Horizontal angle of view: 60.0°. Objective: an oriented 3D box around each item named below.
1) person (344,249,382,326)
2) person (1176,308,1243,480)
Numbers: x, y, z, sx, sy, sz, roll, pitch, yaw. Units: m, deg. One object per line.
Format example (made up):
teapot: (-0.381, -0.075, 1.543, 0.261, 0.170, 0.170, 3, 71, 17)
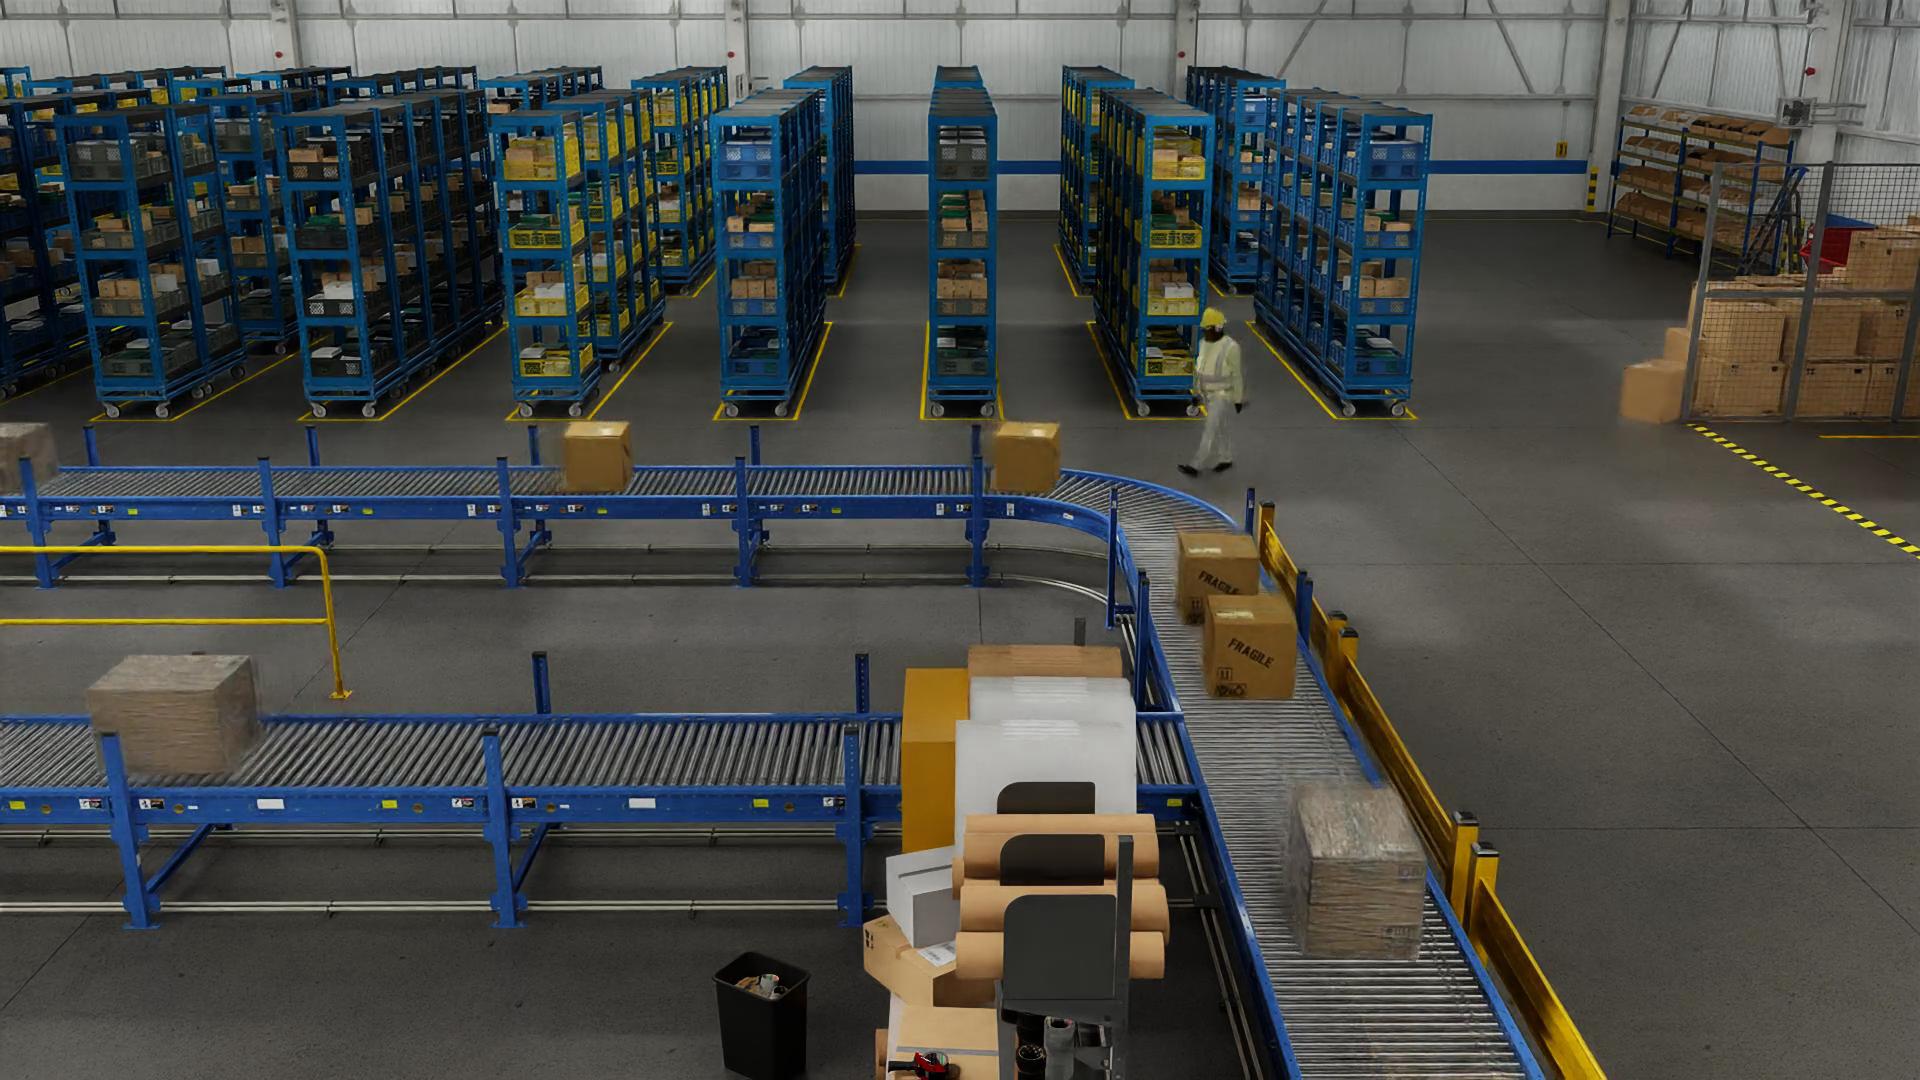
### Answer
person: (-9.181, -4.244, 25.600, 0.598, 1.925, 1.017, -4, 18, -12)
person: (2.594, -1.525, 17.451, 0.915, 1.780, 0.601, -11, 21, -31)
